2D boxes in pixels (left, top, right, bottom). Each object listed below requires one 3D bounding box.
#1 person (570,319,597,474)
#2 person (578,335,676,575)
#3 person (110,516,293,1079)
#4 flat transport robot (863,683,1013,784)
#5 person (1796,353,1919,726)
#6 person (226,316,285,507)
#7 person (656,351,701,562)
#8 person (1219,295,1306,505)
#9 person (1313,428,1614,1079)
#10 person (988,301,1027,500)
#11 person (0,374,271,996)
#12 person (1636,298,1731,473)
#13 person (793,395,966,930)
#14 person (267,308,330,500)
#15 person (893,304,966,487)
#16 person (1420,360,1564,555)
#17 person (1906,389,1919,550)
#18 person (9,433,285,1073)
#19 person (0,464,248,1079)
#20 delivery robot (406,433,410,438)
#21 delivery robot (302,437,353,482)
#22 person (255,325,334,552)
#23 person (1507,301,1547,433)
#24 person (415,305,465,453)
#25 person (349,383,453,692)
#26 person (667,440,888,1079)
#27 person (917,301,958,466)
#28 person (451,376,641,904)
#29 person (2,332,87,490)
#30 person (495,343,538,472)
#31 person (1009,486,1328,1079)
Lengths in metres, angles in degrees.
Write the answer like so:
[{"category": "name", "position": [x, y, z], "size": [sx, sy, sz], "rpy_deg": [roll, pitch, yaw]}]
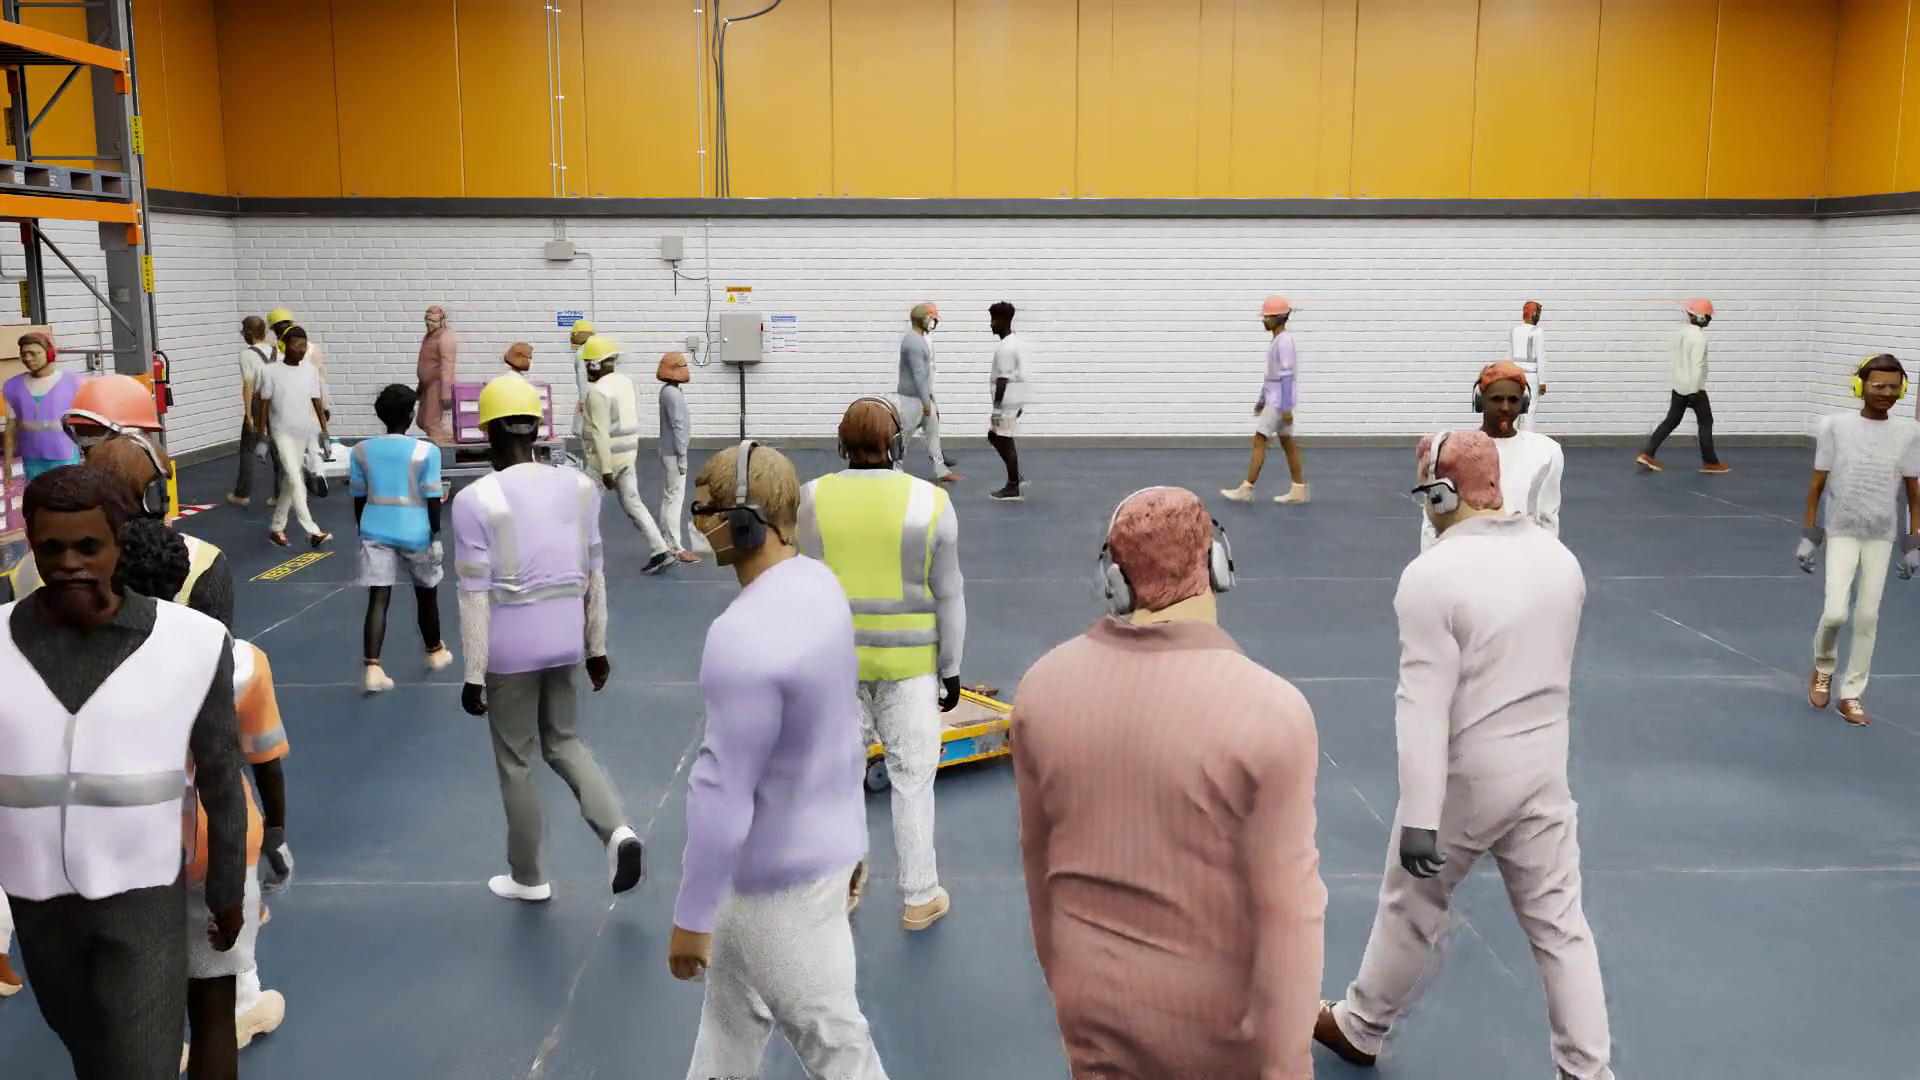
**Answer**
[{"category": "person", "position": [-4.038, -1.535, 18.077], "size": [0.386, 1.723, 0.506], "rpy_deg": [2, 10, 15]}, {"category": "person", "position": [-2.533, -0.614, 12.249], "size": [0.872, 1.790, 0.570], "rpy_deg": [3, 10, 19]}, {"category": "person", "position": [-1.935, 0.773, 4.082], "size": [0.561, 1.658, 0.696], "rpy_deg": [-5, 10, -27]}, {"category": "flat transport robot", "position": [-0.277, 0.898, 7.615], "size": [1.431, 0.197, 0.652], "rpy_deg": [-7, 11, -35]}, {"category": "person", "position": [4.486, -0.001, 8.282], "size": [0.556, 1.857, 0.403], "rpy_deg": [2, 9, 12]}, {"category": "person", "position": [-6.701, -1.217, 15.841], "size": [0.728, 1.818, 0.526], "rpy_deg": [6, 11, 31]}, {"category": "person", "position": [-2.198, -0.646, 12.907], "size": [0.280, 1.636, 0.500], "rpy_deg": [-3, 10, -19]}, {"category": "person", "position": [2.918, -1.326, 15.967], "size": [0.943, 2.008, 0.614], "rpy_deg": [2, 9, 11]}, {"category": "person", "position": [1.360, 0.627, 4.467], "size": [0.738, 1.842, 0.998], "rpy_deg": [-6, 11, -31]}, {"category": "person", "position": [0.434, -1.351, 16.233], "size": [0.420, 1.954, 0.621], "rpy_deg": [2, 9, 11]}, {"category": "person", "position": [-2.765, 0.457, 5.264], "size": [0.629, 1.947, 0.981], "rpy_deg": [4, 10, 24]}, {"category": "person", "position": [8.082, -1.713, 18.506], "size": [0.991, 1.957, 0.618], "rpy_deg": [0, 9, -2]}, {"category": "person", "position": [-0.287, 0.427, 5.703], "size": [0.627, 1.845, 0.429], "rpy_deg": [1, 9, 9]}, {"category": "person", "position": [-6.440, -1.299, 16.140], "size": [0.641, 1.887, 0.646], "rpy_deg": [-6, 11, -31]}, {"category": "person", "position": [-0.329, -1.461, 17.093], "size": [0.932, 1.897, 0.650], "rpy_deg": [0, 9, 2]}, {"category": "person", "position": [2.254, 0.179, 7.094], "size": [0.575, 1.884, 0.355], "rpy_deg": [1, 9, 6]}, {"category": "person", "position": [7.892, -0.794, 13.422], "size": [0.310, 1.768, 0.533], "rpy_deg": [2, 9, 10]}, {"category": "person", "position": [-2.227, 0.604, 4.680], "size": [0.661, 1.817, 0.732], "rpy_deg": [1, 9, 5]}, {"category": "person", "position": [-1.863, 0.763, 3.586], "size": [0.597, 1.865, 1.019], "rpy_deg": [-2, 10, -15]}, {"category": "delivery robot", "position": [-5.780, -0.876, 17.342], "size": [0.477, 0.478, 0.707], "rpy_deg": [5, 10, 28]}, {"category": "delivery robot", "position": [-6.334, -0.797, 16.857], "size": [0.707, 0.478, 0.477], "rpy_deg": [-6, 11, -34]}, {"category": "person", "position": [-5.341, -0.806, 13.383], "size": [1.005, 1.802, 0.531], "rpy_deg": [7, 11, 35]}, {"category": "person", "position": [6.785, -1.904, 19.893], "size": [0.355, 1.875, 0.573], "rpy_deg": [-4, 10, -25]}, {"category": "person", "position": [-5.767, -1.664, 18.430], "size": [0.555, 1.867, 0.675], "rpy_deg": [-5, 11, -30]}, {"category": "person", "position": [-3.057, -0.025, 9.063], "size": [0.540, 1.652, 0.857], "rpy_deg": [1, 9, 3]}, {"category": "person", "position": [-0.495, 0.725, 3.723], "size": [0.919, 1.892, 0.651], "rpy_deg": [1, 9, 7]}, {"category": "person", "position": [-0.490, -1.759, 18.930], "size": [0.896, 1.910, 0.555], "rpy_deg": [-2, 9, -12]}, {"category": "person", "position": [-1.443, 0.383, 5.784], "size": [0.646, 1.899, 0.589], "rpy_deg": [8, 12, 39]}, {"category": "person", "position": [-6.384, -0.537, 11.654], "size": [0.592, 1.825, 0.474], "rpy_deg": [0, 9, -3]}, {"category": "person", "position": [-4.049, -1.018, 15.337], "size": [0.746, 1.594, 0.522], "rpy_deg": [-1, 9, -8]}, {"category": "person", "position": [0.419, 0.837, 3.081], "size": [0.681, 1.875, 0.463], "rpy_deg": [9, 13, 43]}]
